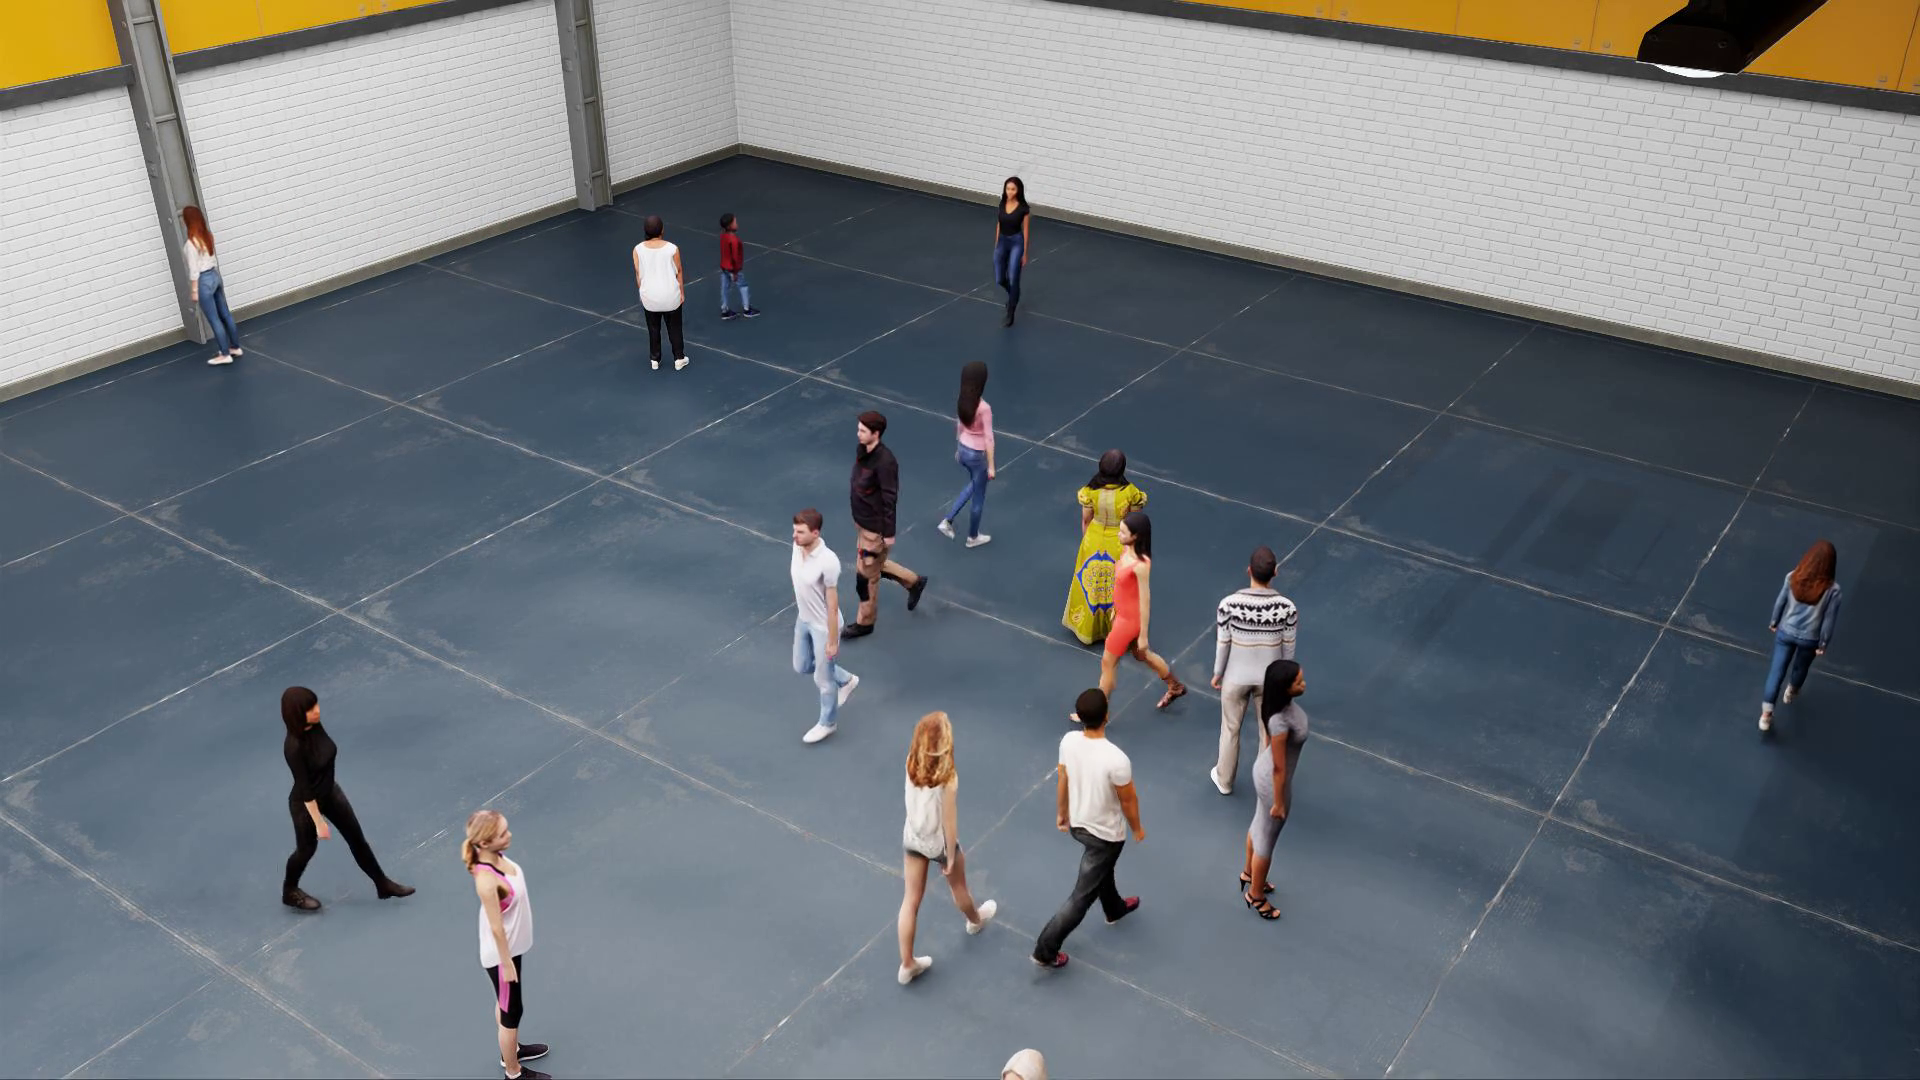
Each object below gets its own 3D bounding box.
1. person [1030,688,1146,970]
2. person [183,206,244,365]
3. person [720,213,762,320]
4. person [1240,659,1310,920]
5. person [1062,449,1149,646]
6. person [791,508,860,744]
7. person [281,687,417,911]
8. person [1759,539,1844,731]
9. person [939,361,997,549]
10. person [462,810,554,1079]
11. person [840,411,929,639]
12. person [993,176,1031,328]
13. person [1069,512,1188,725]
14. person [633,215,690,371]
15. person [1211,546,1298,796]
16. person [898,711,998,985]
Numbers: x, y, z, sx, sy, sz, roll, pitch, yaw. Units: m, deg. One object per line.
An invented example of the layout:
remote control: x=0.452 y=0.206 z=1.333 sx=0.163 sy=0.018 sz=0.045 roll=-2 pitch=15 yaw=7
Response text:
person: x=0.722 y=1.723 z=9.673 sx=1.254 sy=1.760 sz=0.876 roll=-21 pitch=35 yaw=-33
person: x=-8.095 y=-2.759 z=17.925 sx=0.715 sy=1.728 sz=0.605 roll=3 pitch=29 yaw=5
person: x=-2.680 y=-3.123 z=19.098 sx=0.718 sy=1.243 sz=0.598 roll=-21 pitch=35 yaw=-34
person: x=1.890 y=1.490 z=10.079 sx=0.720 sy=1.781 sz=0.612 roll=3 pitch=29 yaw=6
person: x=1.157 y=0.060 z=12.827 sx=0.971 sy=1.660 sz=0.948 roll=6 pitch=29 yaw=10
person: x=-0.915 y=0.568 z=11.713 sx=0.890 sy=1.834 sz=0.772 roll=-24 pitch=36 yaw=-36
person: x=-3.969 y=1.603 z=10.062 sx=0.952 sy=1.599 sz=1.054 roll=3 pitch=29 yaw=6
person: x=5.961 y=0.709 z=11.859 sx=0.613 sy=1.447 sz=1.028 roll=21 pitch=35 yaw=33
person: x=0.052 y=-0.696 z=14.134 sx=0.821 sy=1.735 sz=0.706 roll=-18 pitch=33 yaw=-29
person: x=-2.431 y=2.163 z=8.838 sx=0.725 sy=1.787 sz=0.685 roll=-7 pitch=29 yaw=-13
person: x=-0.597 y=-0.133 z=12.923 sx=1.184 sy=1.907 sz=1.007 roll=-14 pitch=32 yaw=-25
person: x=0.617 y=-3.319 z=18.950 sx=0.633 sy=1.728 sz=0.770 roll=13 pitch=31 yaw=23
person: x=1.301 y=0.569 z=11.867 sx=1.165 sy=1.685 sz=1.095 roll=-5 pitch=29 yaw=-9
person: x=-3.197 y=-2.650 z=17.766 sx=0.762 sy=1.688 sz=0.781 roll=2 pitch=29 yaw=3
person: x=1.954 y=0.894 z=11.088 sx=0.770 sy=1.862 sz=0.765 roll=2 pitch=29 yaw=4
person: x=-0.242 y=1.810 z=9.550 sx=0.591 sy=1.725 sz=1.033 roll=21 pitch=35 yaw=33
